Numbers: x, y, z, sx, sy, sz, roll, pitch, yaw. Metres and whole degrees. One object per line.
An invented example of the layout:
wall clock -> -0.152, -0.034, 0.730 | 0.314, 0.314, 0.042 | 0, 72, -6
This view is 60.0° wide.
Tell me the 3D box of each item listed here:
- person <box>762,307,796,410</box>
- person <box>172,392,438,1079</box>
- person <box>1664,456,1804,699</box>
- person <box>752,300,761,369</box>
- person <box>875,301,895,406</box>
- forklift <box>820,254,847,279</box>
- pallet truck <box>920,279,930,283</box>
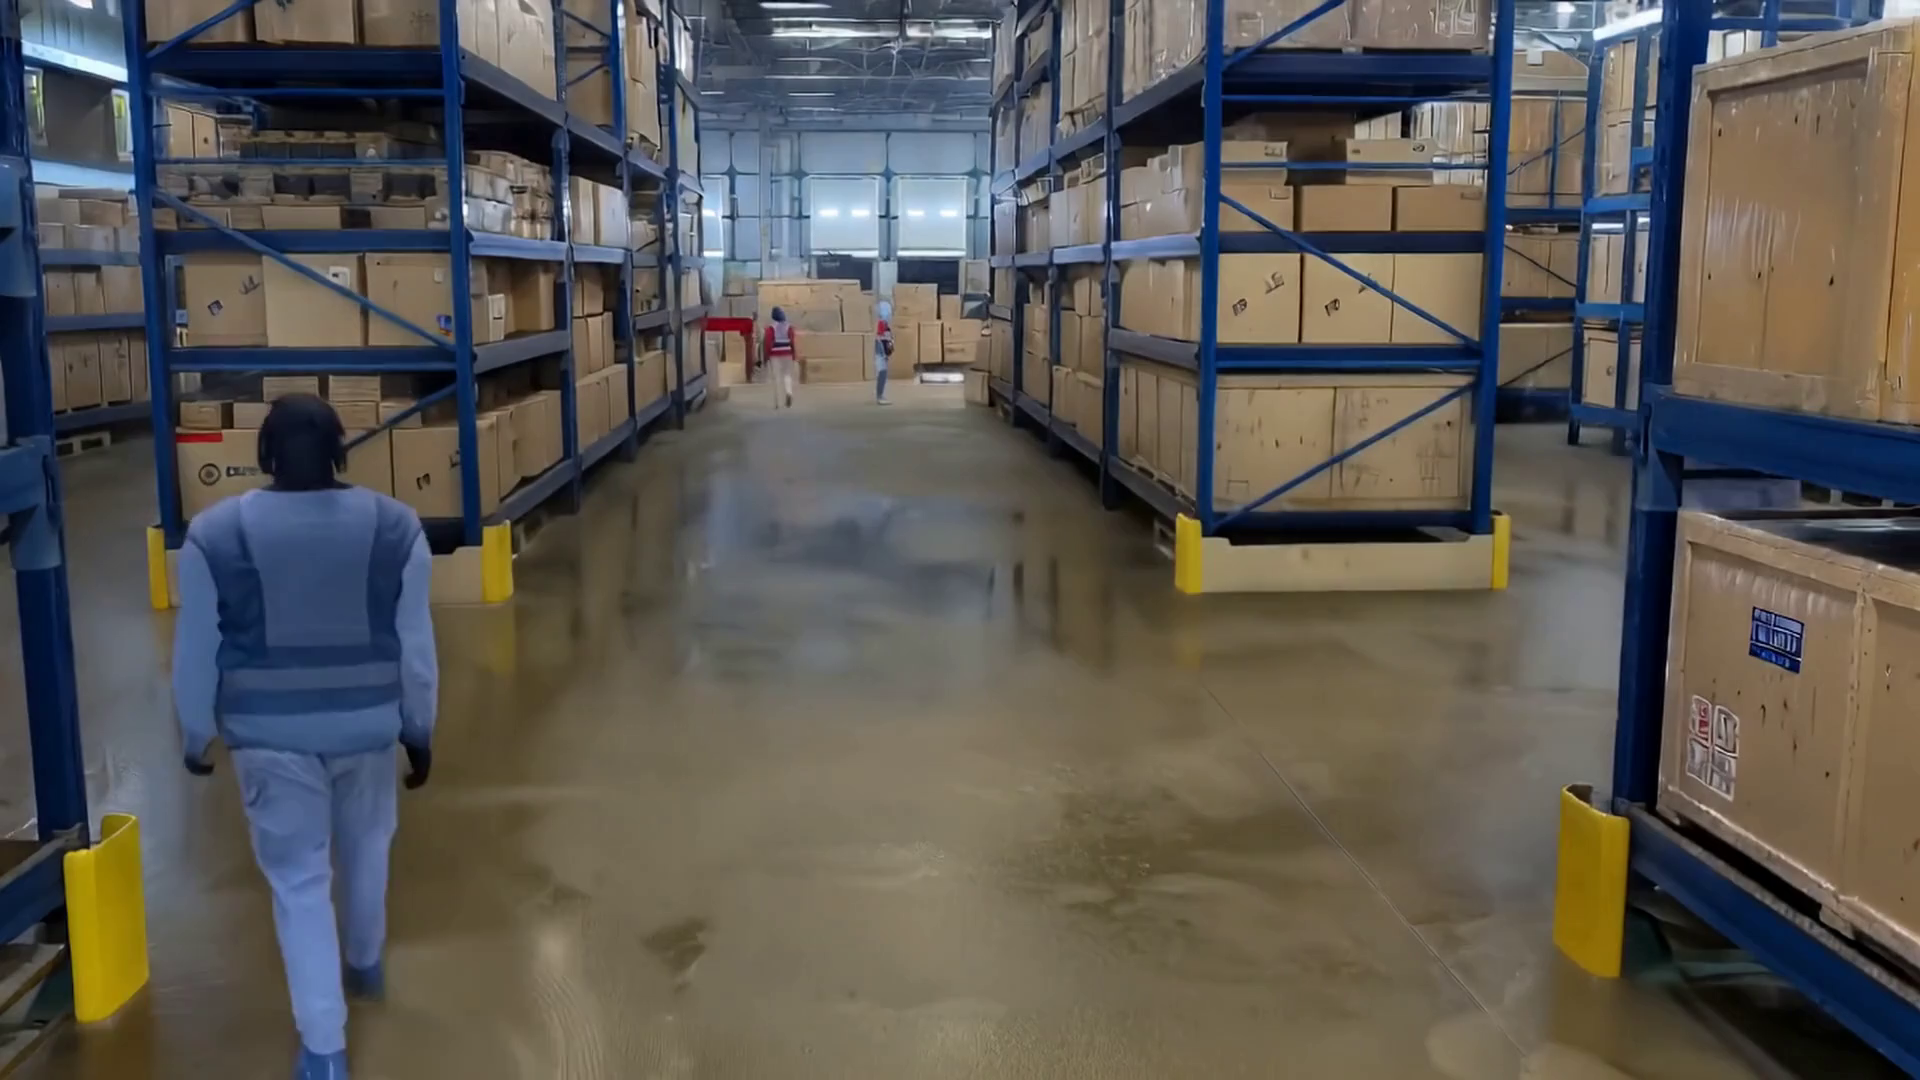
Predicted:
person -> -2.862, -2.872, 26.289 | 0.538, 1.620, 0.390 | -3, 10, -18
person -> -1.790, 0.498, 4.561 | 0.646, 1.796, 0.920 | -5, 10, -27
person -> 3.864, -0.088, 8.322 | 0.983, 1.794, 0.616 | -3, 10, -19
person -> -4.335, -4.694, 36.796 | 0.406, 1.923, 0.582 | -3, 9, -16
person -> -1.220, -3.024, 27.023 | 0.316, 1.696, 0.542 | -1, 9, -4
forklift -> -4.317, -8.378, 56.937 | 1.129, 2.768, 1.873 | 4, 10, 24
pallet truck -> -0.932, -8.922, 63.114 | 1.885, 1.965, 0.823 | 2, 9, 13
